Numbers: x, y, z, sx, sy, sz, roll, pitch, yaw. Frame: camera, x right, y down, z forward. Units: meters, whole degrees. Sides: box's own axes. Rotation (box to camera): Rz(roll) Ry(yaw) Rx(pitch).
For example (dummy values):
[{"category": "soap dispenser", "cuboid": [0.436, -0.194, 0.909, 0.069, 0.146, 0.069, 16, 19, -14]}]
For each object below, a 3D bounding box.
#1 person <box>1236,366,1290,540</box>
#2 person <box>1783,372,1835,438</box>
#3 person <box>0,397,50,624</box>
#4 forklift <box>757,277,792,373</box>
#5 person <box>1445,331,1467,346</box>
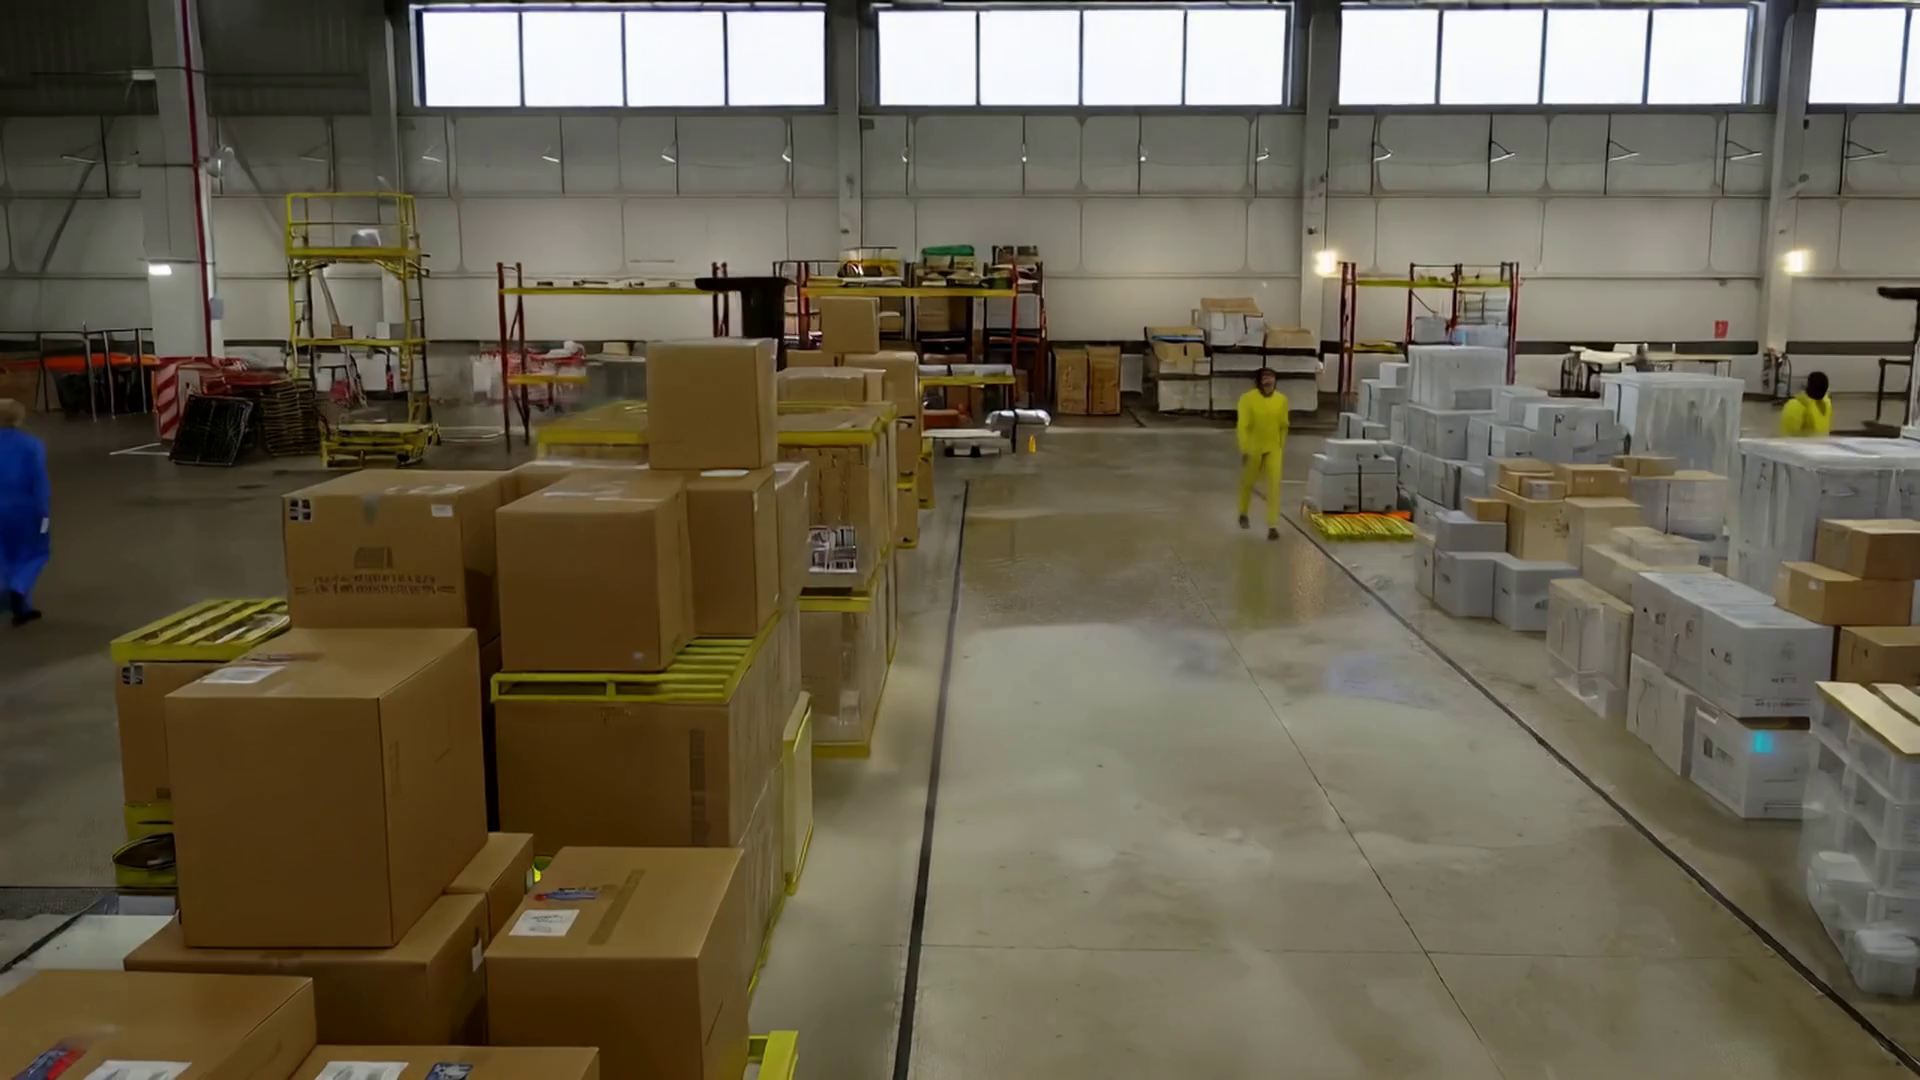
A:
[{"category": "person", "cuboid": [3.339, -0.992, 18.528, 0.631, 1.908, 0.933, -1, 10, -6]}, {"category": "person", "cuboid": [9.533, -0.994, 18.768, 0.632, 1.824, 0.521, -4, 10, -22]}, {"category": "person", "cuboid": [-7.889, -0.220, 13.824, 0.639, 1.923, 0.561, 0, 9, 0]}, {"category": "forklift", "cuboid": [-2.680, -2.403, 24.028, 1.873, 2.768, 1.129, 0, 9, 1]}, {"category": "person", "cuboid": [7.843, -2.343, 26.470, 1.039, 1.936, 0.632, 5, 11, 28]}]
